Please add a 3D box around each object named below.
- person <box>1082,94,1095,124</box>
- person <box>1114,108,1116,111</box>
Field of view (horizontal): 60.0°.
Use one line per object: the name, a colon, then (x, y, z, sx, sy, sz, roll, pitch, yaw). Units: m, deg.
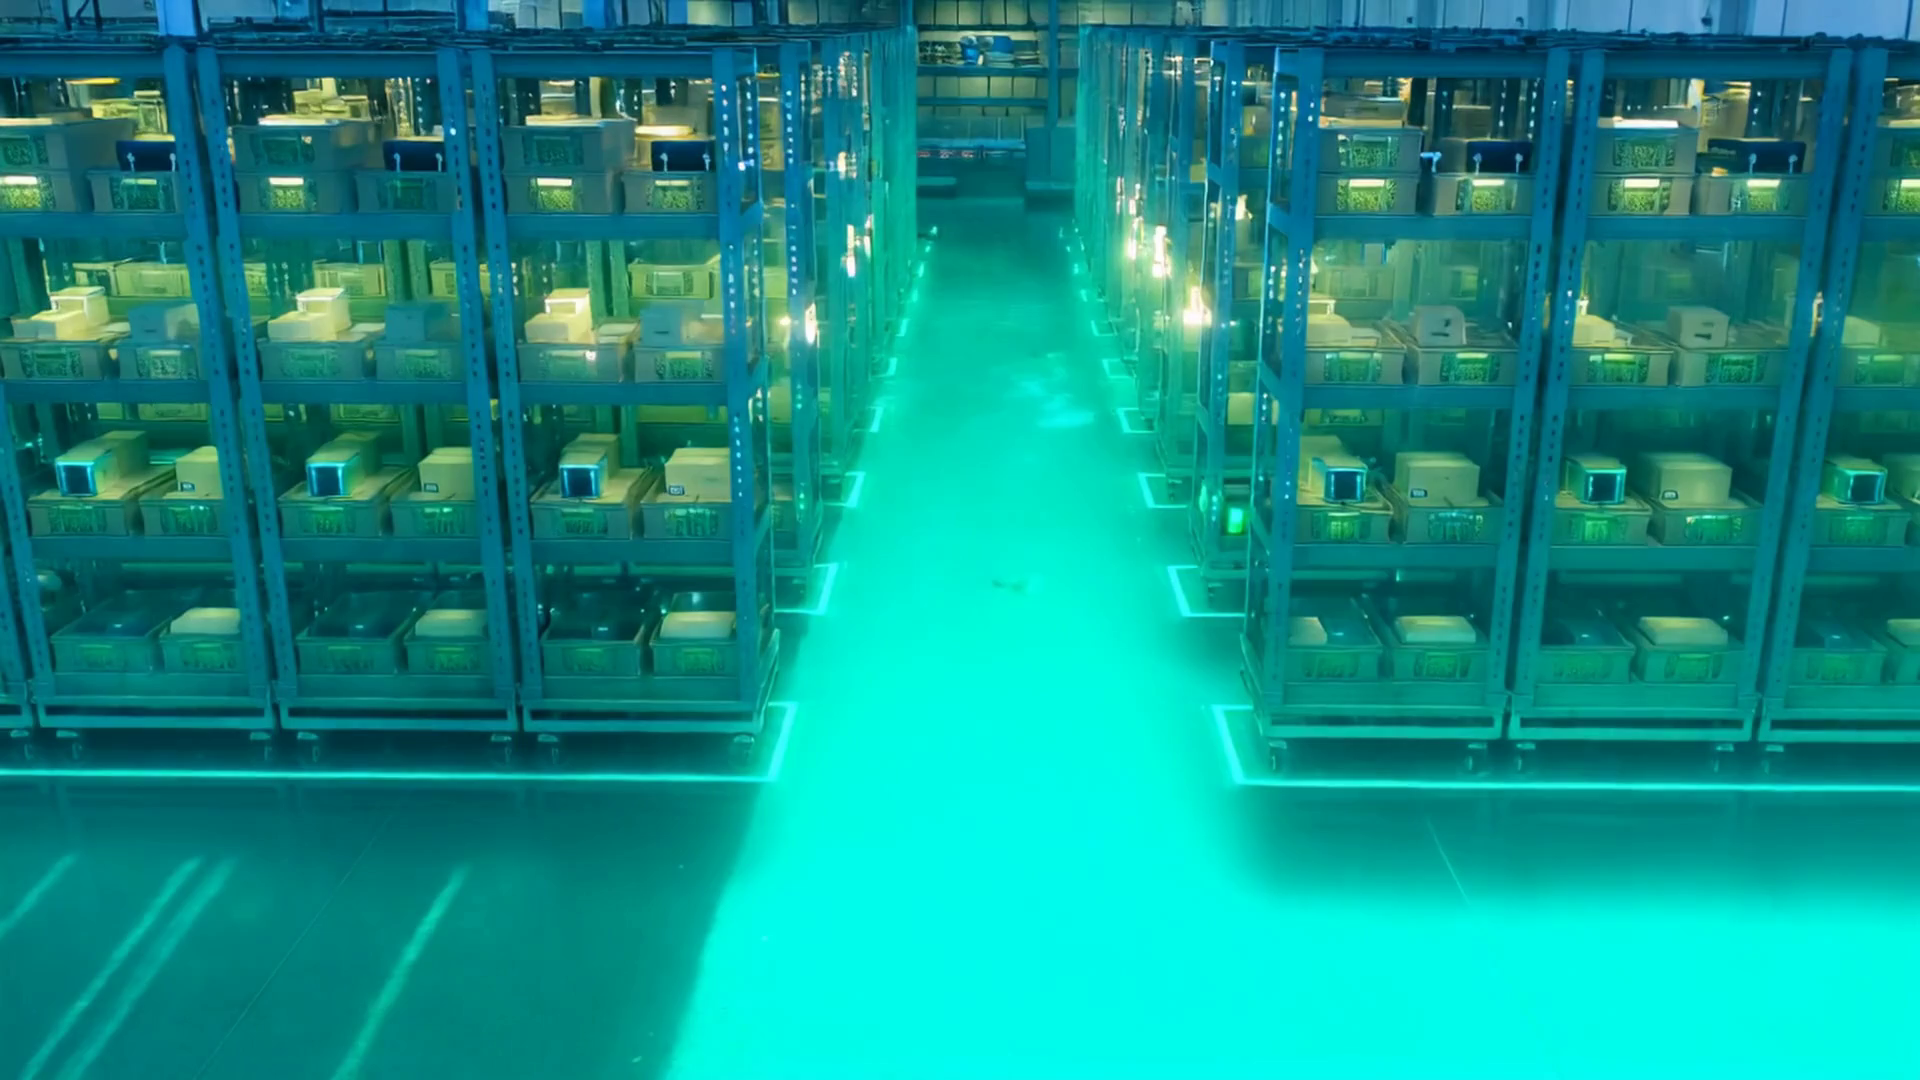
person: (3.324, -10.502, 42.562, 0.608, 1.996, 0.379, -1, 17, -5)
person: (4.158, -11.134, 44.955, 0.316, 1.769, 0.523, 1, 17, 4)
